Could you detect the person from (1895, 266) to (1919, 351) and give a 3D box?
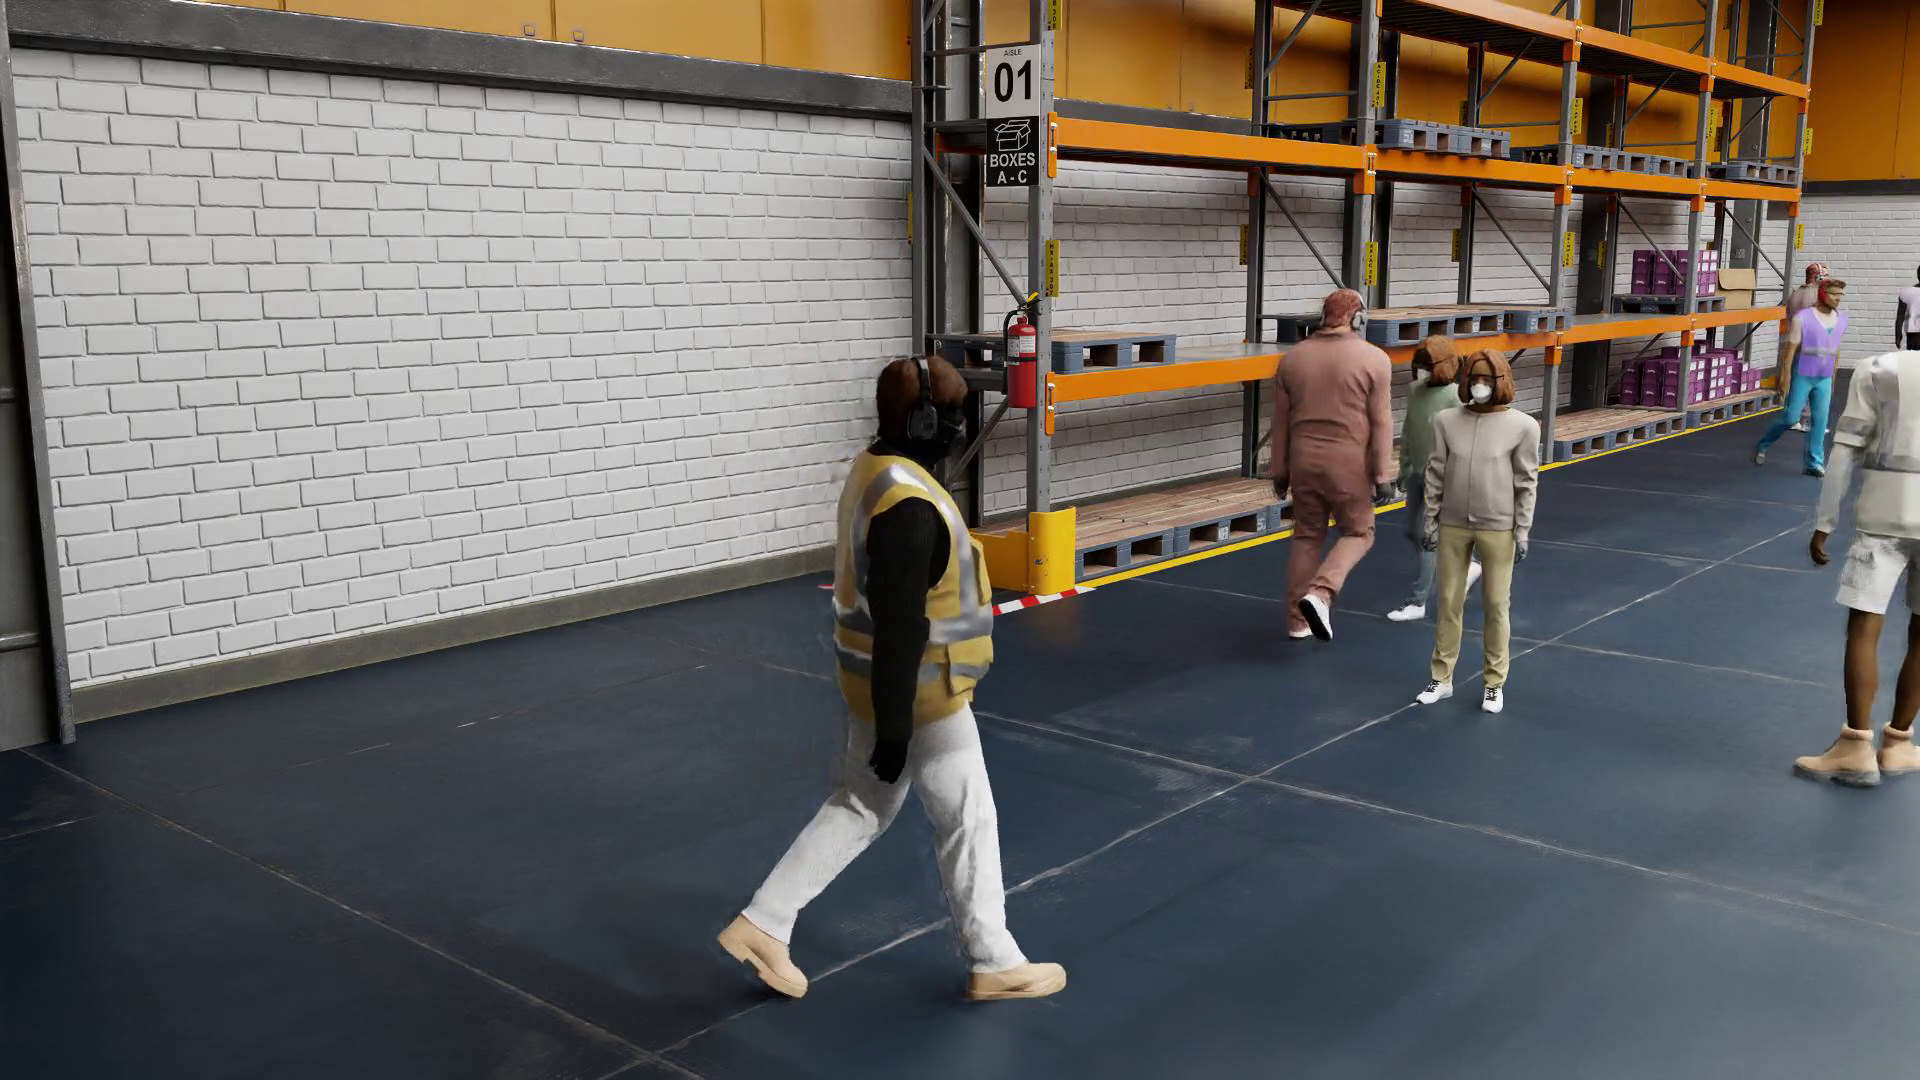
[{"bbox_3d":[13.096,-2.820,22.660,0.595,1.860,1.072,9,14,43],"label":"person"}]

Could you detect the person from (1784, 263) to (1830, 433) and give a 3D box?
[{"bbox_3d":[9.604,-2.163,18.778,0.407,1.908,0.641,-2,10,-10],"label":"person"}]

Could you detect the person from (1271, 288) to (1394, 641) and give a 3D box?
[{"bbox_3d":[1.920,-0.369,8.658,0.672,1.873,0.506,8,13,38],"label":"person"}]

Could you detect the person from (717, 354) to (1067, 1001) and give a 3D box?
[{"bbox_3d":[-0.199,0.397,4.501,0.928,1.808,0.626,-2,10,-12],"label":"person"}]

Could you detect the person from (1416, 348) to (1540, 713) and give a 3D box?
[{"bbox_3d":[2.326,-0.044,7.488,0.497,1.635,0.286,6,12,33],"label":"person"}]

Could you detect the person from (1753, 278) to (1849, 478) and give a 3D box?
[{"bbox_3d":[7.725,-1.491,15.231,0.589,1.818,0.704,-3,10,-14],"label":"person"}]

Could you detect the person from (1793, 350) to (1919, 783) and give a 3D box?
[{"bbox_3d":[3.686,-0.032,6.434,0.696,1.989,0.642,5,11,25],"label":"person"}]

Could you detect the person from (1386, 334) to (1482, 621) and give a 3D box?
[{"bbox_3d":[2.689,-0.347,9.251,0.555,1.607,0.538,-3,10,-17],"label":"person"}]
